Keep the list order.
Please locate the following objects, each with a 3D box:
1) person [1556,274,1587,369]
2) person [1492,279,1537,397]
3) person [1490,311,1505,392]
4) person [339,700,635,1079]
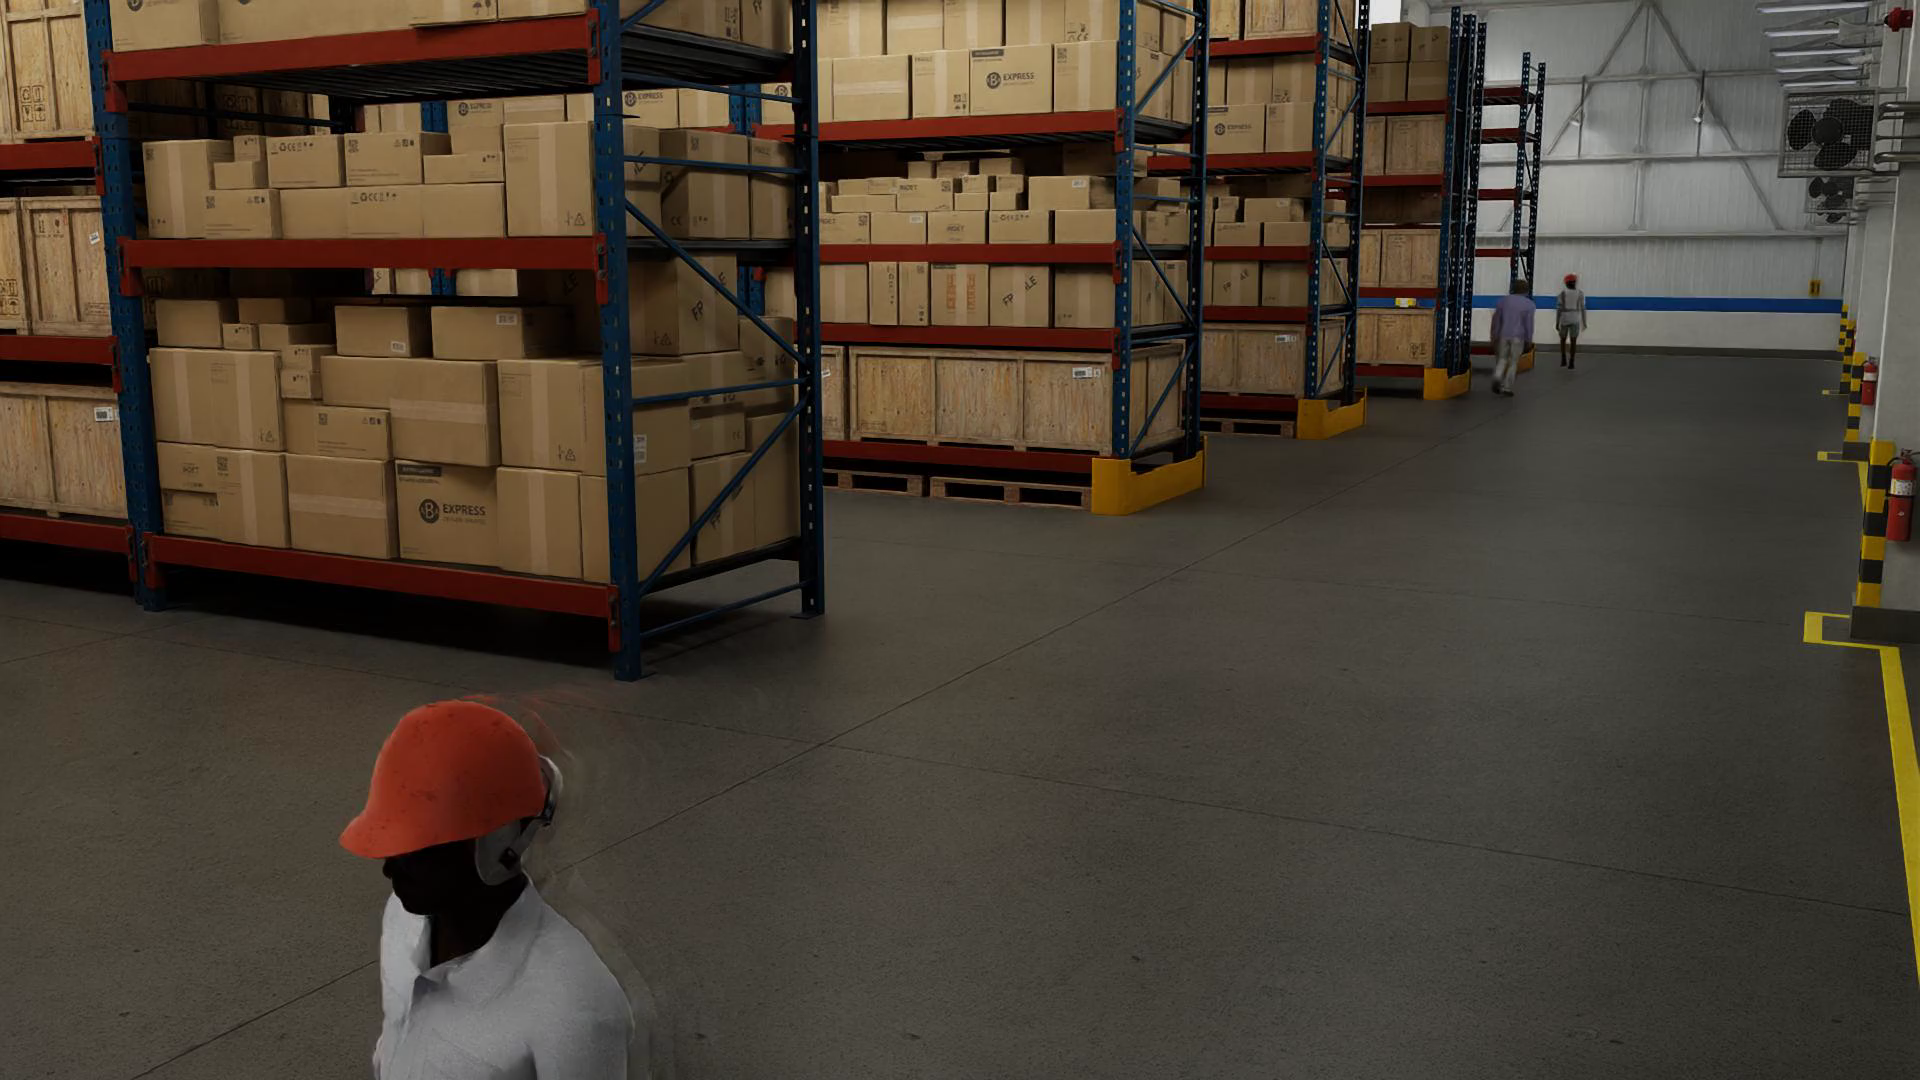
[{"bbox_3d":[12.393,-4.430,33.703,0.616,1.902,0.710,3,10,19],"label":"person"},{"bbox_3d":[8.972,-3.256,26.917,0.665,1.904,0.440,8,13,40],"label":"person"},{"bbox_3d":[9.191,-3.304,28.016,0.539,1.626,0.586,2,10,11],"label":"person"},{"bbox_3d":[-0.641,1.051,2.490,0.726,1.725,0.561,-8,13,-39],"label":"person"}]
